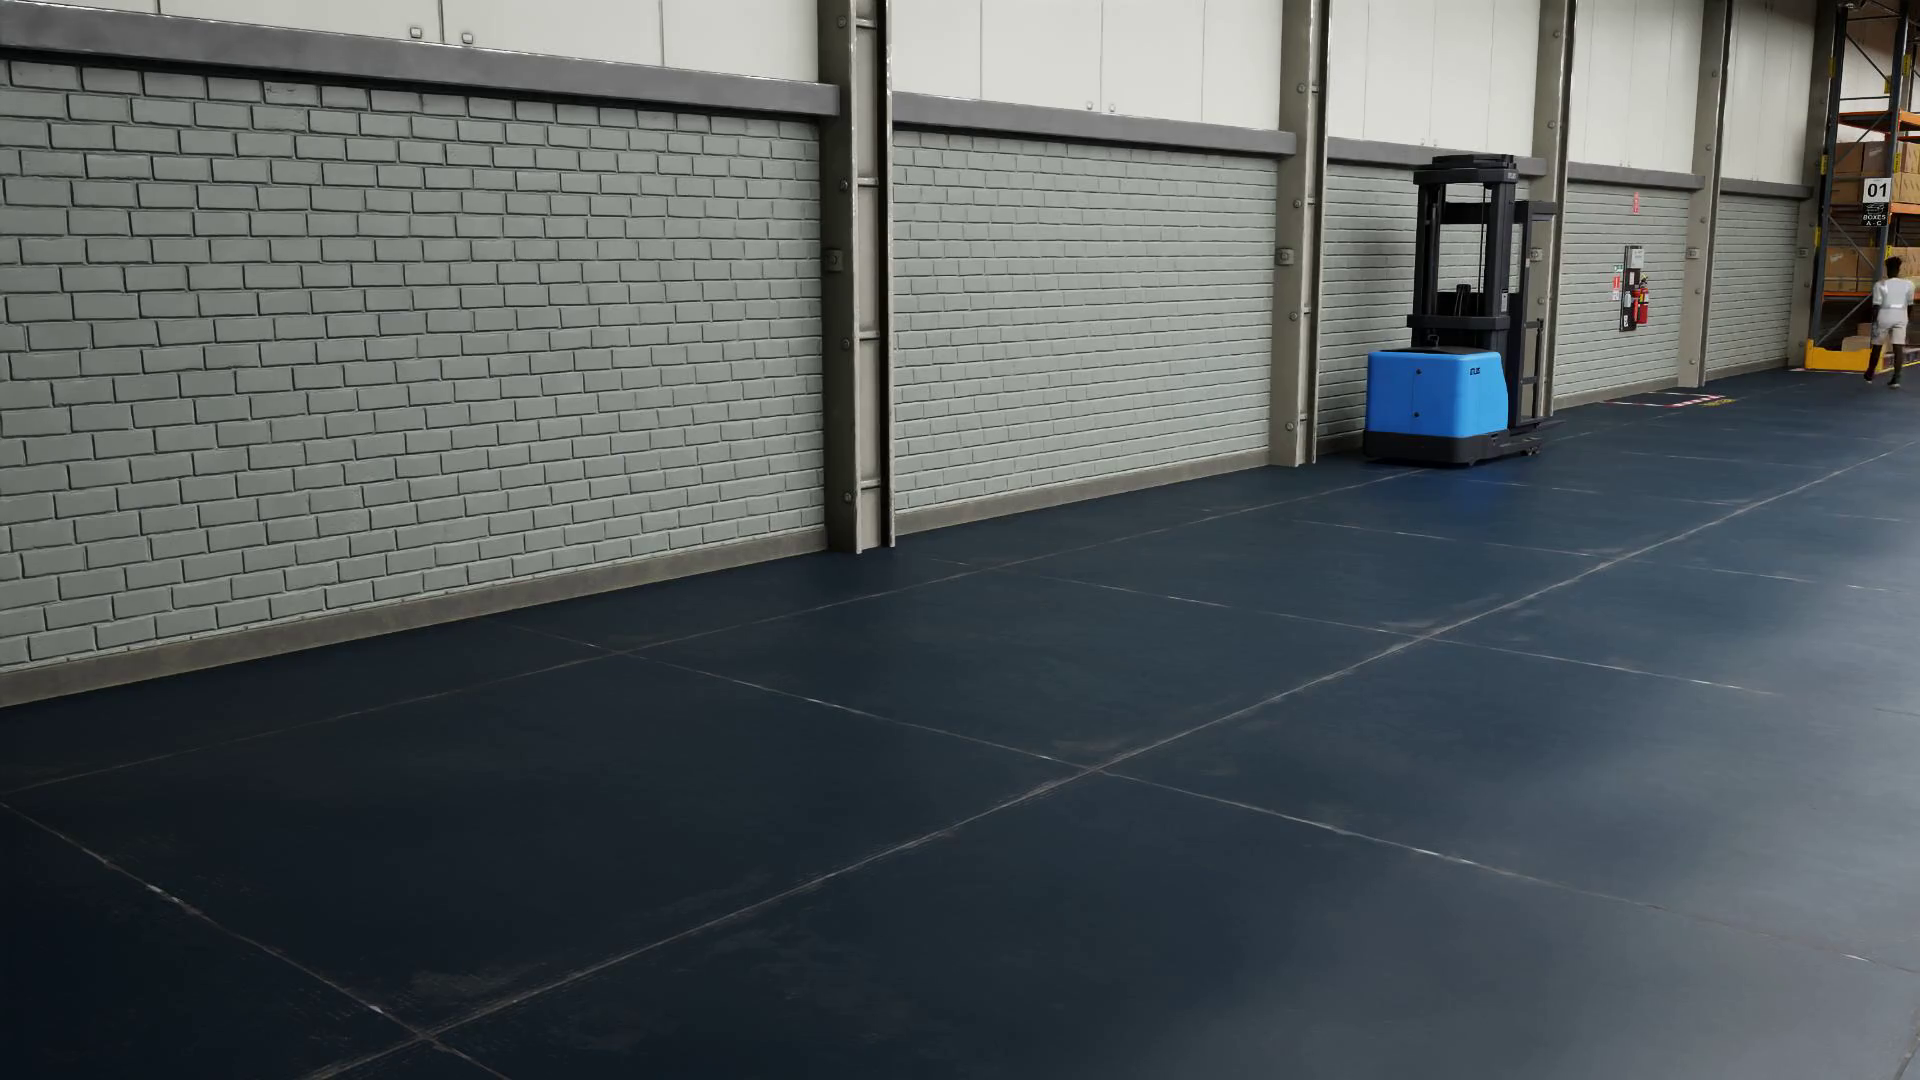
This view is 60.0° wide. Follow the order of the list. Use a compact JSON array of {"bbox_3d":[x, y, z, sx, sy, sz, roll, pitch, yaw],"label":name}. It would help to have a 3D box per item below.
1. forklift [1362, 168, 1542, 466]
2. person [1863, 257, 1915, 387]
[{"bbox_3d":[4.875,-2.212,16.287,1.129,2.768,1.873,8,13,40],"label":"forklift"},{"bbox_3d":[13.903,-3.257,24.861,0.619,1.916,0.986,2,10,11],"label":"person"}]
